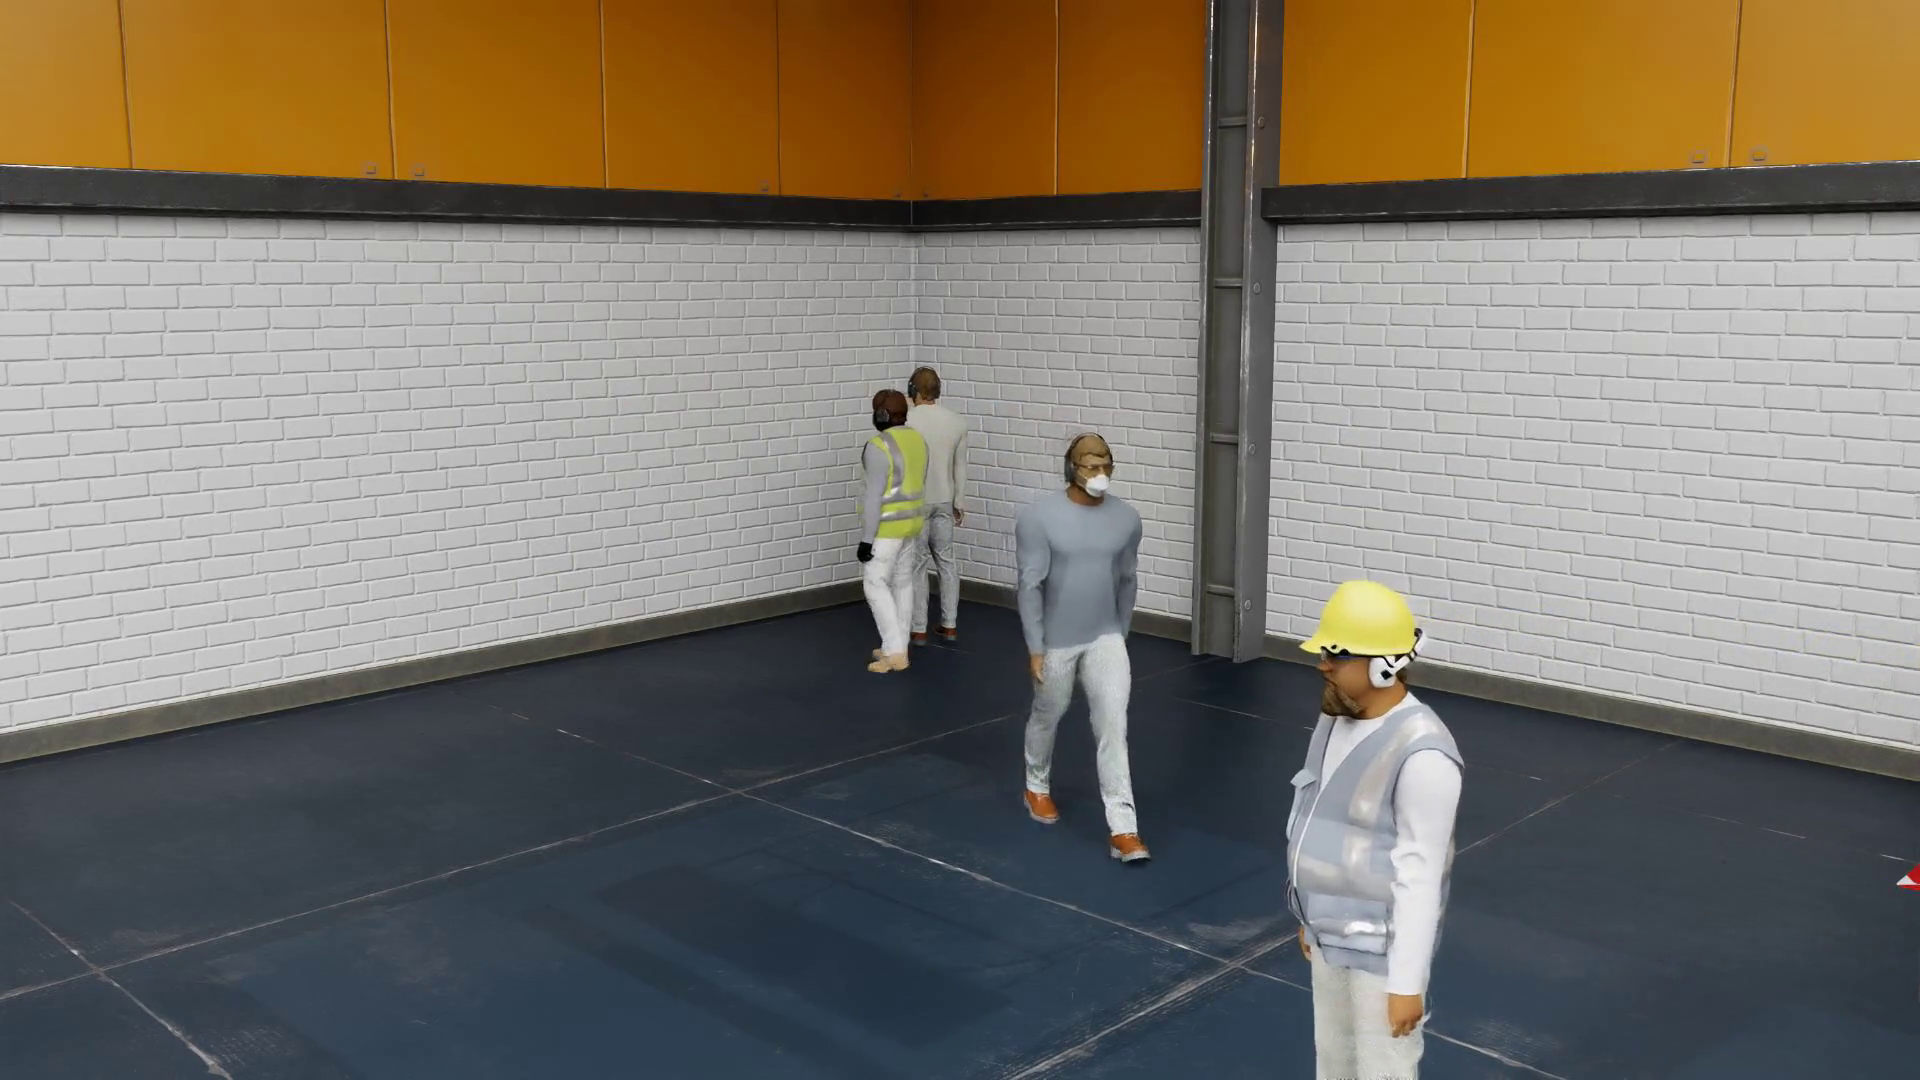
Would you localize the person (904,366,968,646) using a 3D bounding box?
[{"bbox_3d":[-0.232,-0.237,11.574,0.635,1.937,0.353,-6,11,-32],"label":"person"}]

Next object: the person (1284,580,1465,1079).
[{"bbox_3d":[1.038,1.007,4.295,0.403,1.829,0.593,-2,10,-13],"label":"person"}]

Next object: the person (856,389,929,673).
[{"bbox_3d":[-0.455,-0.064,10.833,0.429,1.844,0.644,5,11,29],"label":"person"}]

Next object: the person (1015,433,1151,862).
[{"bbox_3d":[0.541,0.454,7.536,0.638,1.890,1.038,-3,10,-16],"label":"person"}]
